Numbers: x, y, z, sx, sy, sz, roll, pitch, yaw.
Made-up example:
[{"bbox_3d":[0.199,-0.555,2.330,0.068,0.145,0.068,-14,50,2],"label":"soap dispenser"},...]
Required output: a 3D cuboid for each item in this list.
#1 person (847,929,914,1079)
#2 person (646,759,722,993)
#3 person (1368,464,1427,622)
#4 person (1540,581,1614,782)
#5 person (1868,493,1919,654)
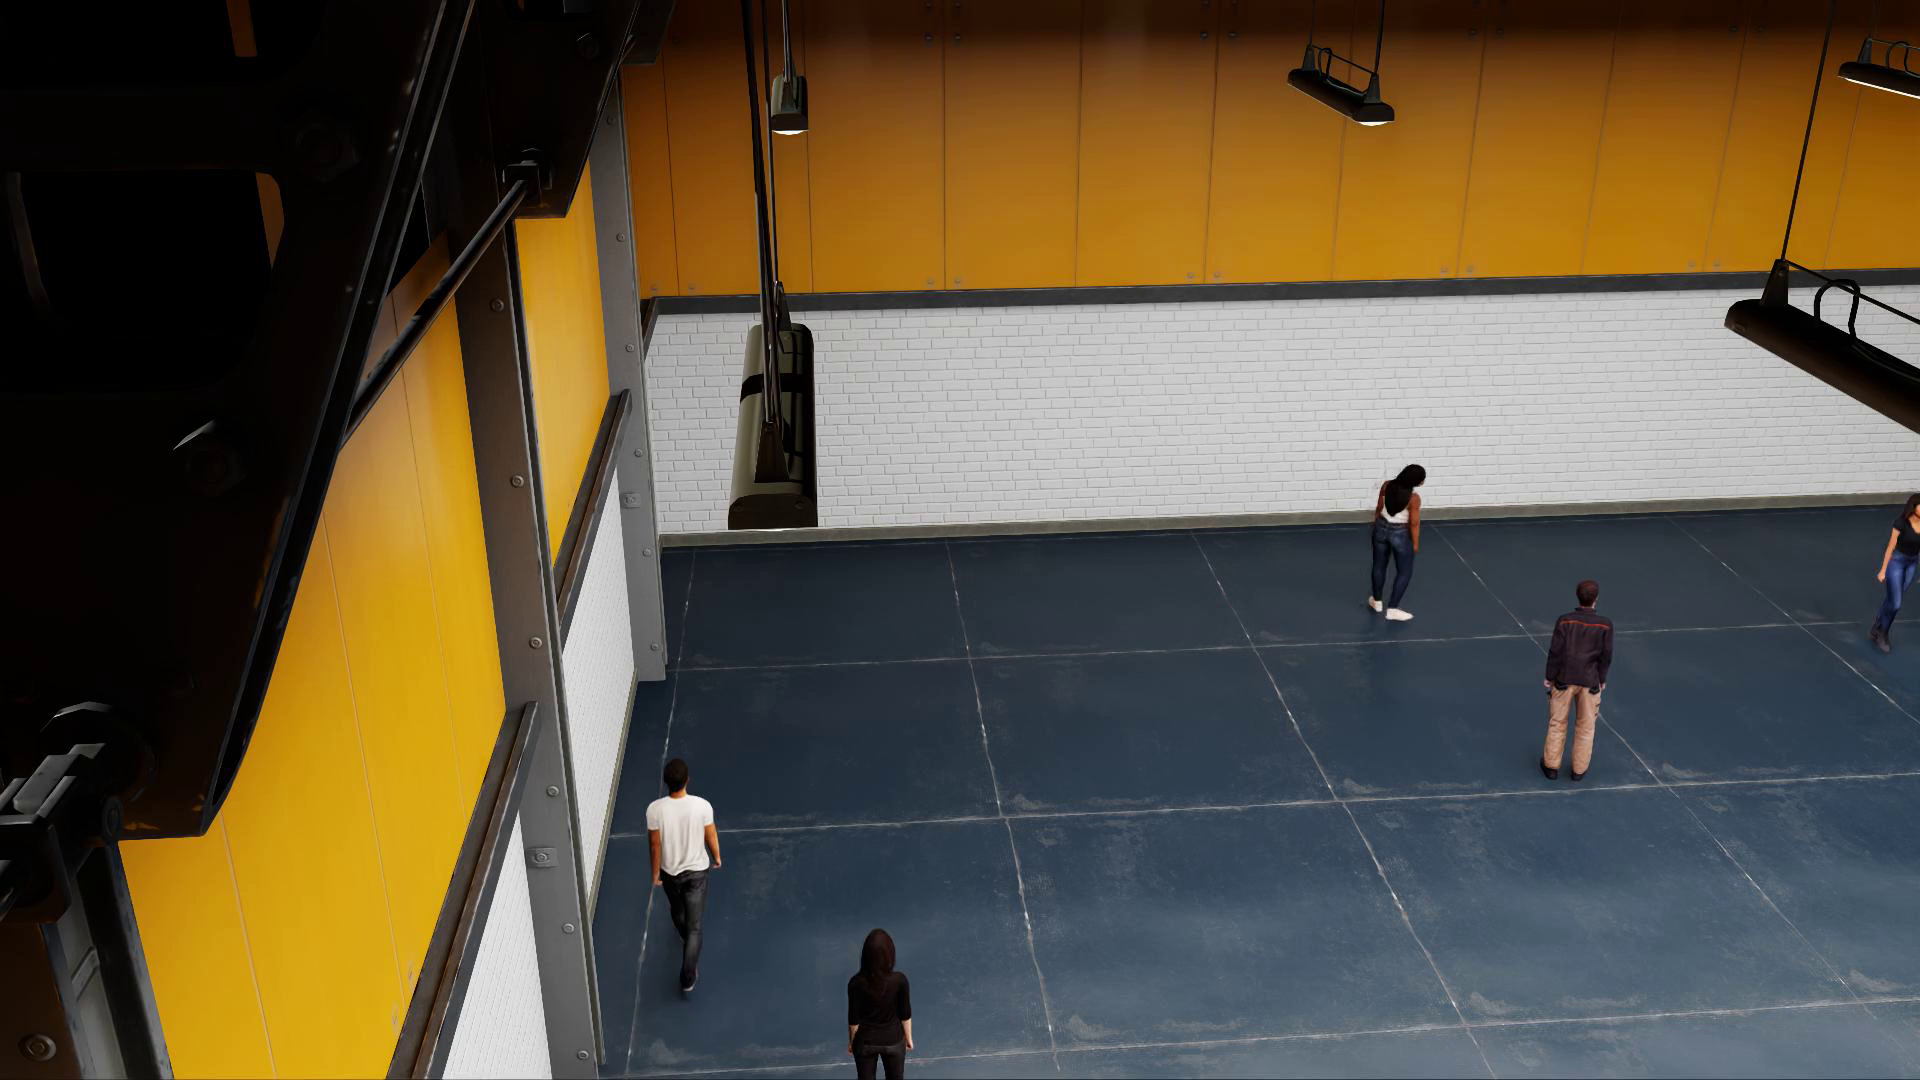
[{"bbox_3d":[-0.515,3.212,10.655,0.574,1.641,0.489,-3,24,-6],"label":"person"},{"bbox_3d":[-2.026,2.474,12.195,0.649,1.758,1.123,-2,24,-5],"label":"person"},{"bbox_3d":[4.629,-0.028,17.908,0.865,1.769,0.943,12,26,26],"label":"person"},{"bbox_3d":[5.476,1.254,14.782,0.771,1.922,0.732,6,24,13],"label":"person"},{"bbox_3d":[9.698,0.278,17.264,0.622,1.723,0.708,-5,24,-11],"label":"person"}]
